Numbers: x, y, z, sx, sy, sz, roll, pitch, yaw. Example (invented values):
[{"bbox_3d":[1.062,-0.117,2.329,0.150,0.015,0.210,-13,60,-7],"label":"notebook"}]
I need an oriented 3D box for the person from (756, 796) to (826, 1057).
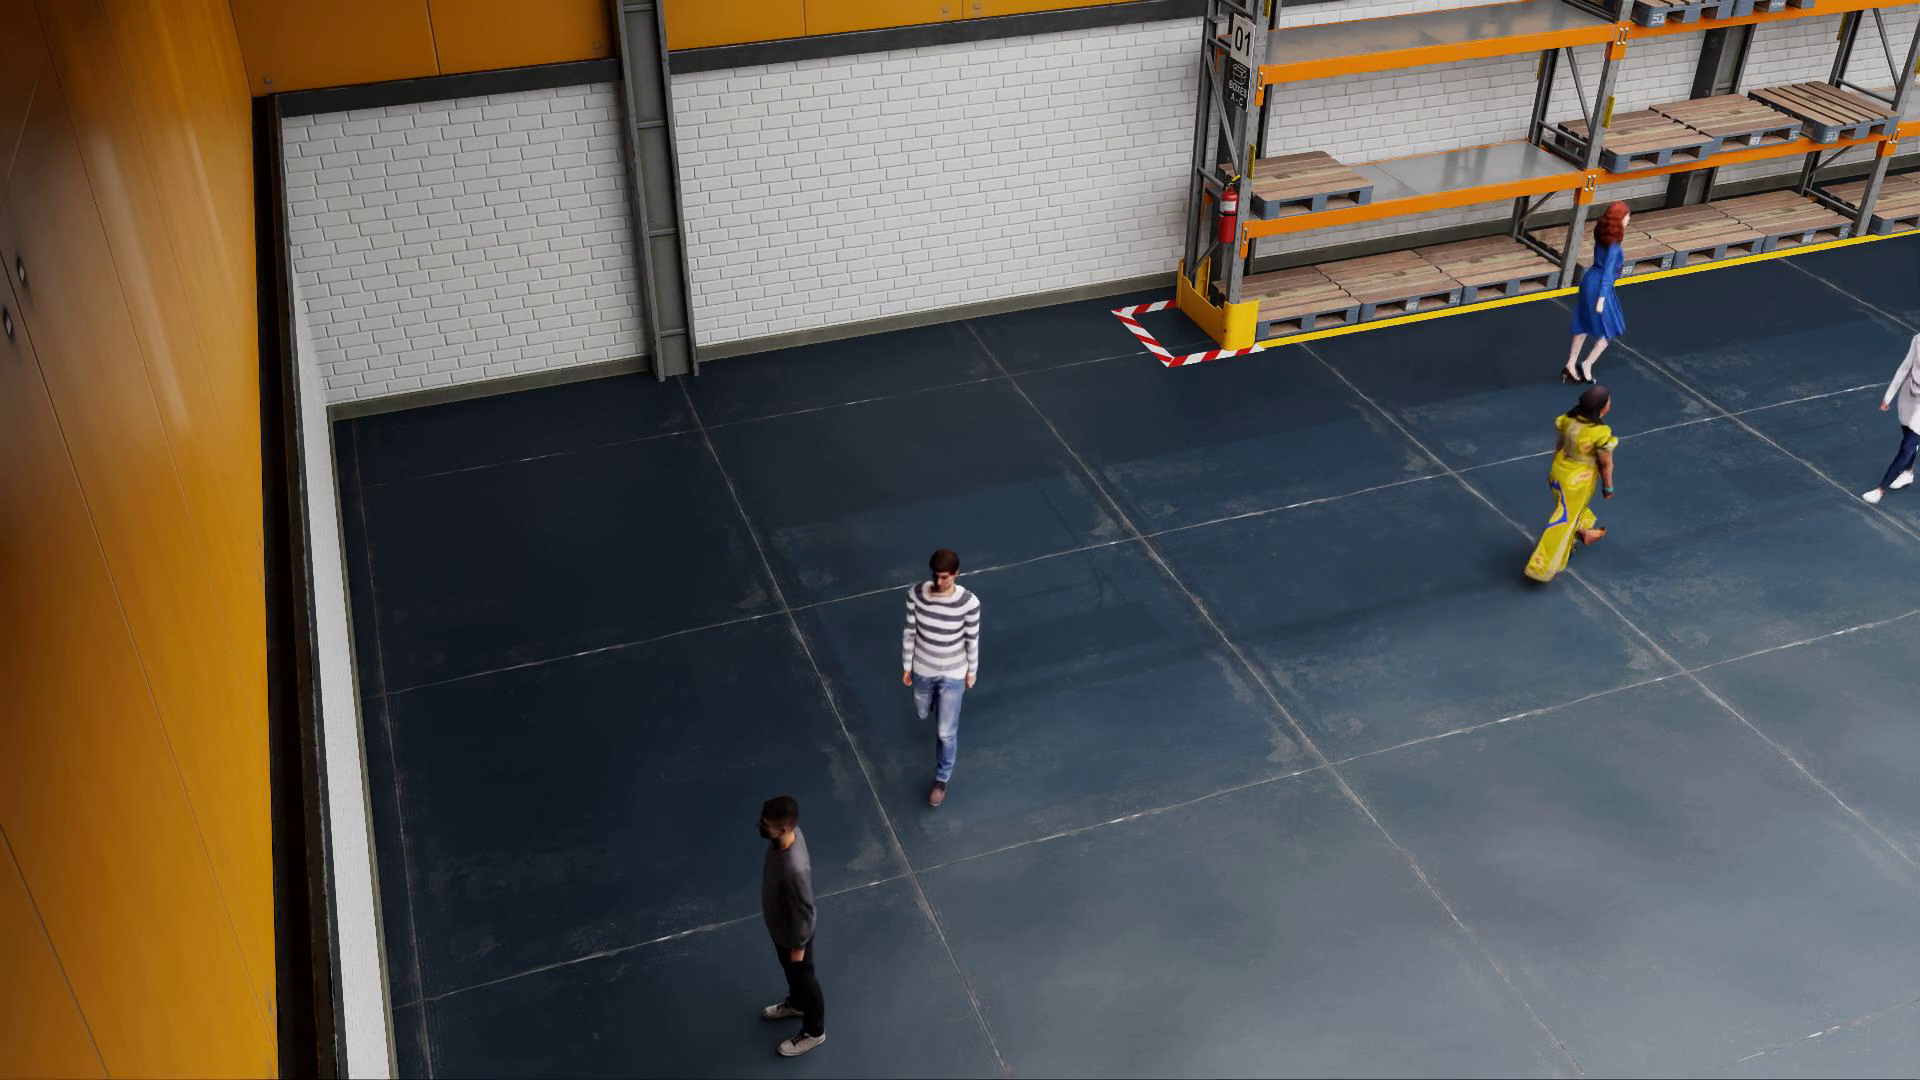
[{"bbox_3d":[-0.909,2.058,8.966,0.519,1.760,0.614,-11,35,-15],"label":"person"}]

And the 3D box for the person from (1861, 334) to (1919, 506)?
[{"bbox_3d":[8.016,-1.135,13.792,1.138,1.735,0.771,-19,38,-26],"label":"person"}]

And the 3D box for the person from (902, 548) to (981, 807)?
[{"bbox_3d":[-0.109,0.780,10.828,1.118,1.827,1.135,11,35,16],"label":"person"}]

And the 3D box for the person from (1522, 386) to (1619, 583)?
[{"bbox_3d":[4.659,-0.395,12.790,1.225,1.613,0.818,-14,36,-20],"label":"person"}]

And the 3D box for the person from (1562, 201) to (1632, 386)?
[{"bbox_3d":[5.813,-2.252,15.401,0.801,1.815,0.766,0,34,0],"label":"person"}]
